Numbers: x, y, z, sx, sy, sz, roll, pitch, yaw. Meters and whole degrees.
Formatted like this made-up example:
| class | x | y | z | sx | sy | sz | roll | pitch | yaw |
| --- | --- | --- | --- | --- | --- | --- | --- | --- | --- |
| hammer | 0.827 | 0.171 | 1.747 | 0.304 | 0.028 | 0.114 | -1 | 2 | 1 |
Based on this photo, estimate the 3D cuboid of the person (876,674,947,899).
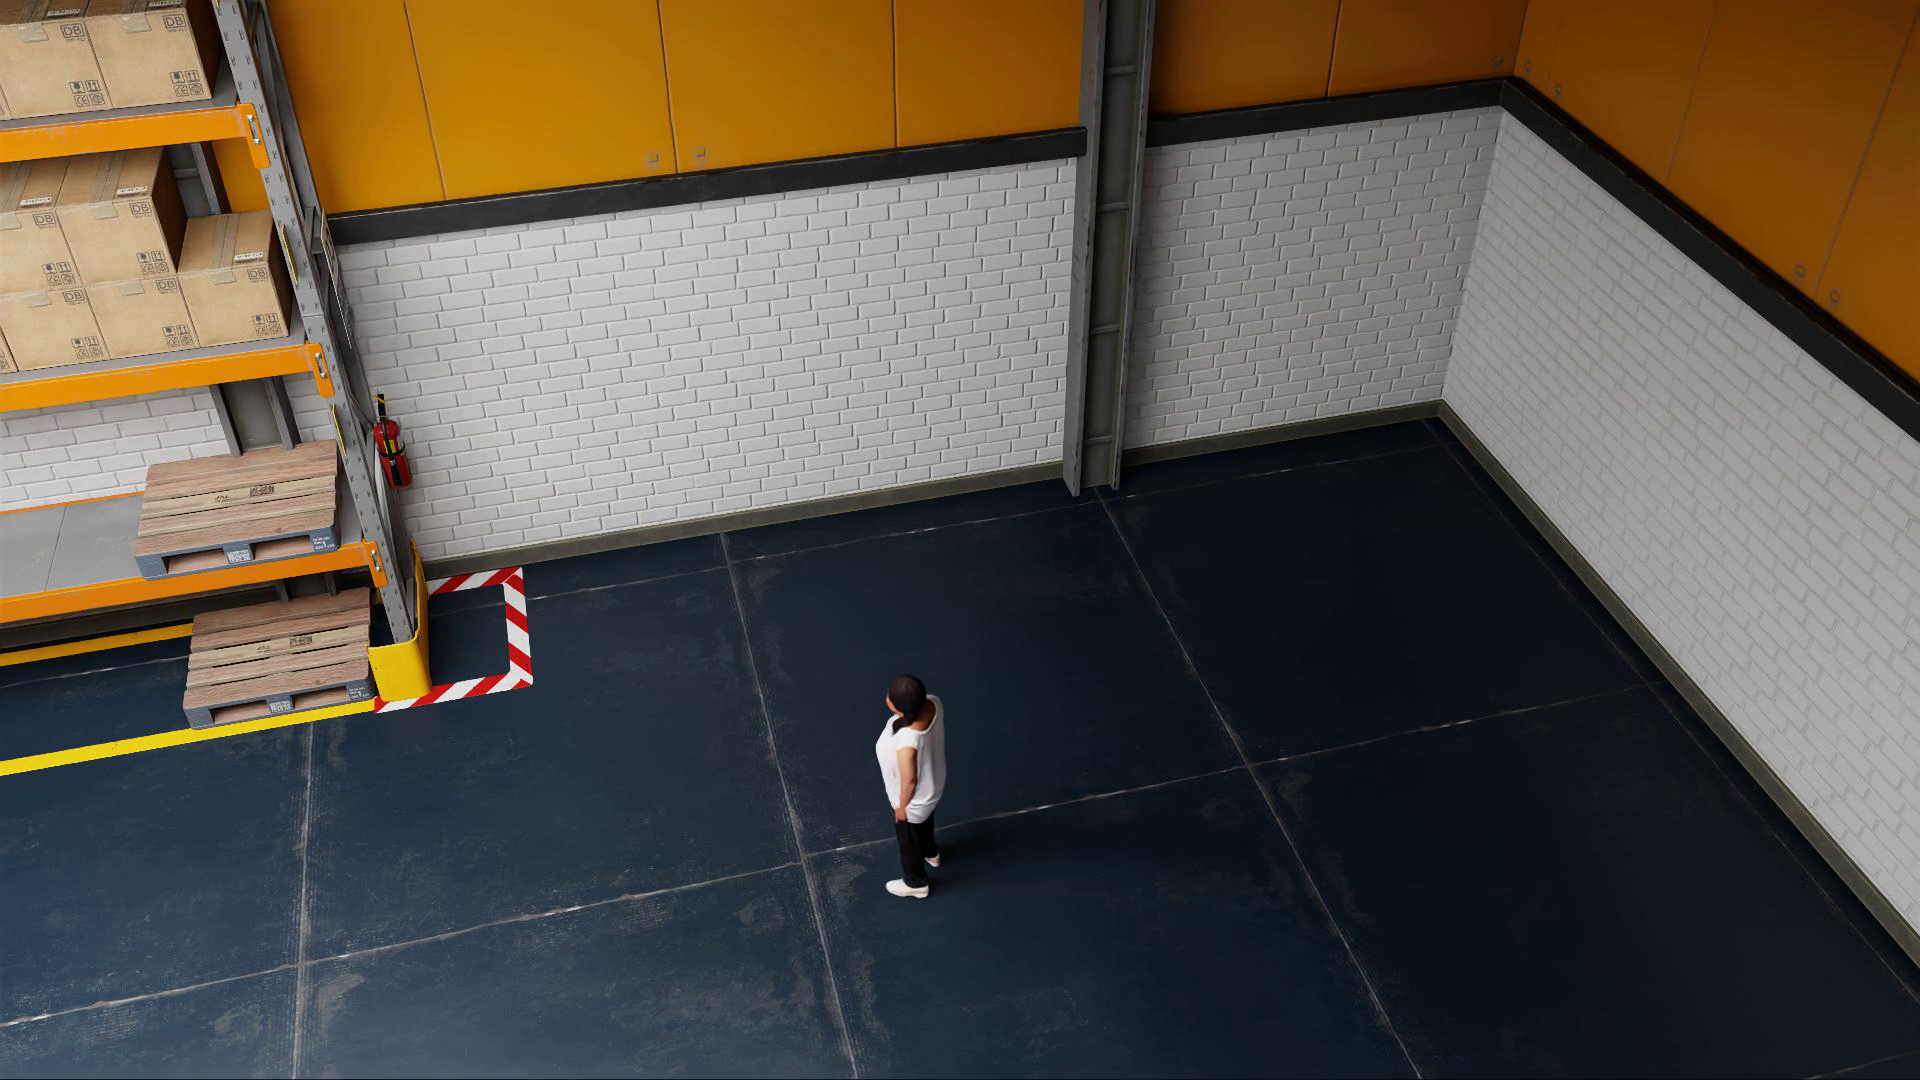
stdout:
| class | x | y | z | sx | sy | sz | roll | pitch | yaw |
| --- | --- | --- | --- | --- | --- | --- | --- | --- | --- |
| person | -0.288 | 1.420 | 9.747 | 0.794 | 1.687 | 0.765 | 12 | 40 | 15 |
